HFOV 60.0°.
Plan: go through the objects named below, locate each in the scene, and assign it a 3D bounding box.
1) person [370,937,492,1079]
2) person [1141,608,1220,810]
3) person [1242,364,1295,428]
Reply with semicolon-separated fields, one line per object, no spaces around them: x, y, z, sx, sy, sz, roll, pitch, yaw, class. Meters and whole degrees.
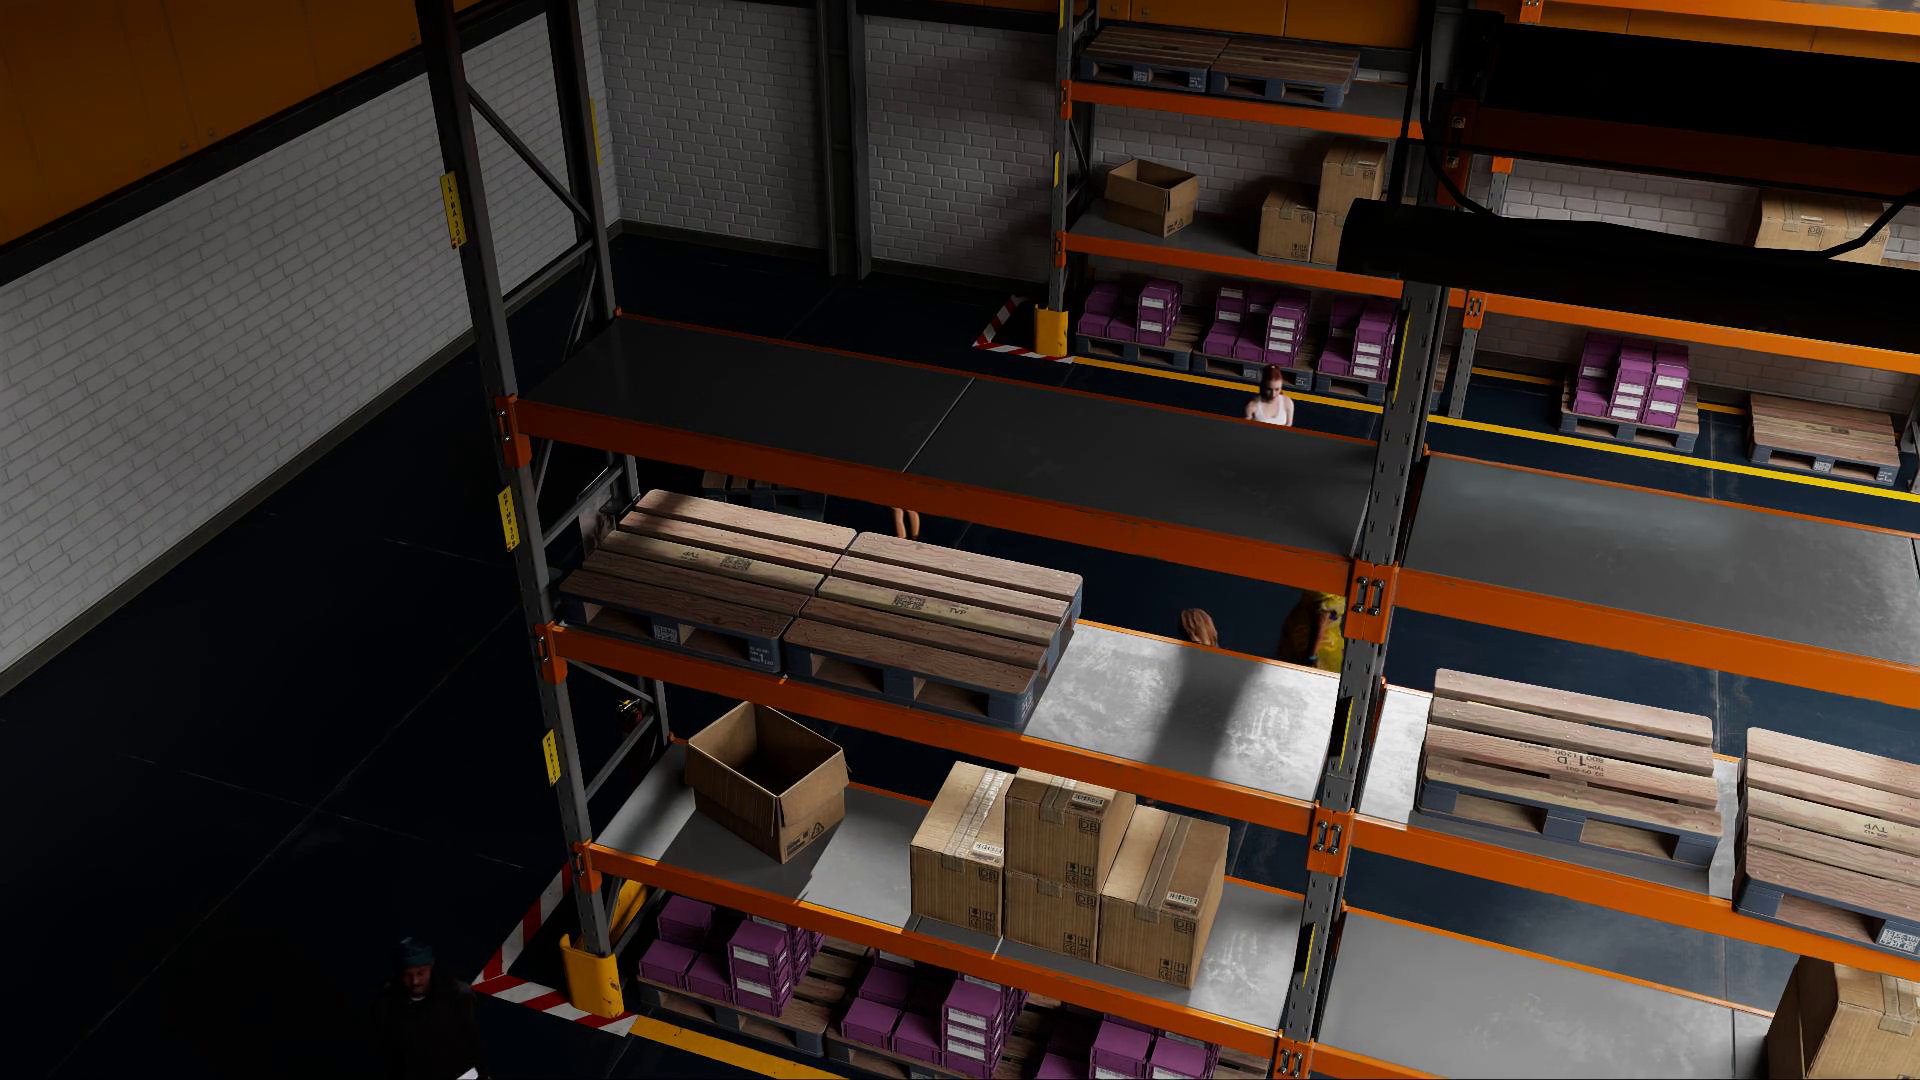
-2.641;2.644;8.471;1.041;1.803;1.031;-7;34;-11;person
1.613;1.182;10.792;1.175;1.668;0.993;-7;34;-11;person
2.450;-0.643;13.468;0.593;1.745;0.712;-5;34;-7;person
